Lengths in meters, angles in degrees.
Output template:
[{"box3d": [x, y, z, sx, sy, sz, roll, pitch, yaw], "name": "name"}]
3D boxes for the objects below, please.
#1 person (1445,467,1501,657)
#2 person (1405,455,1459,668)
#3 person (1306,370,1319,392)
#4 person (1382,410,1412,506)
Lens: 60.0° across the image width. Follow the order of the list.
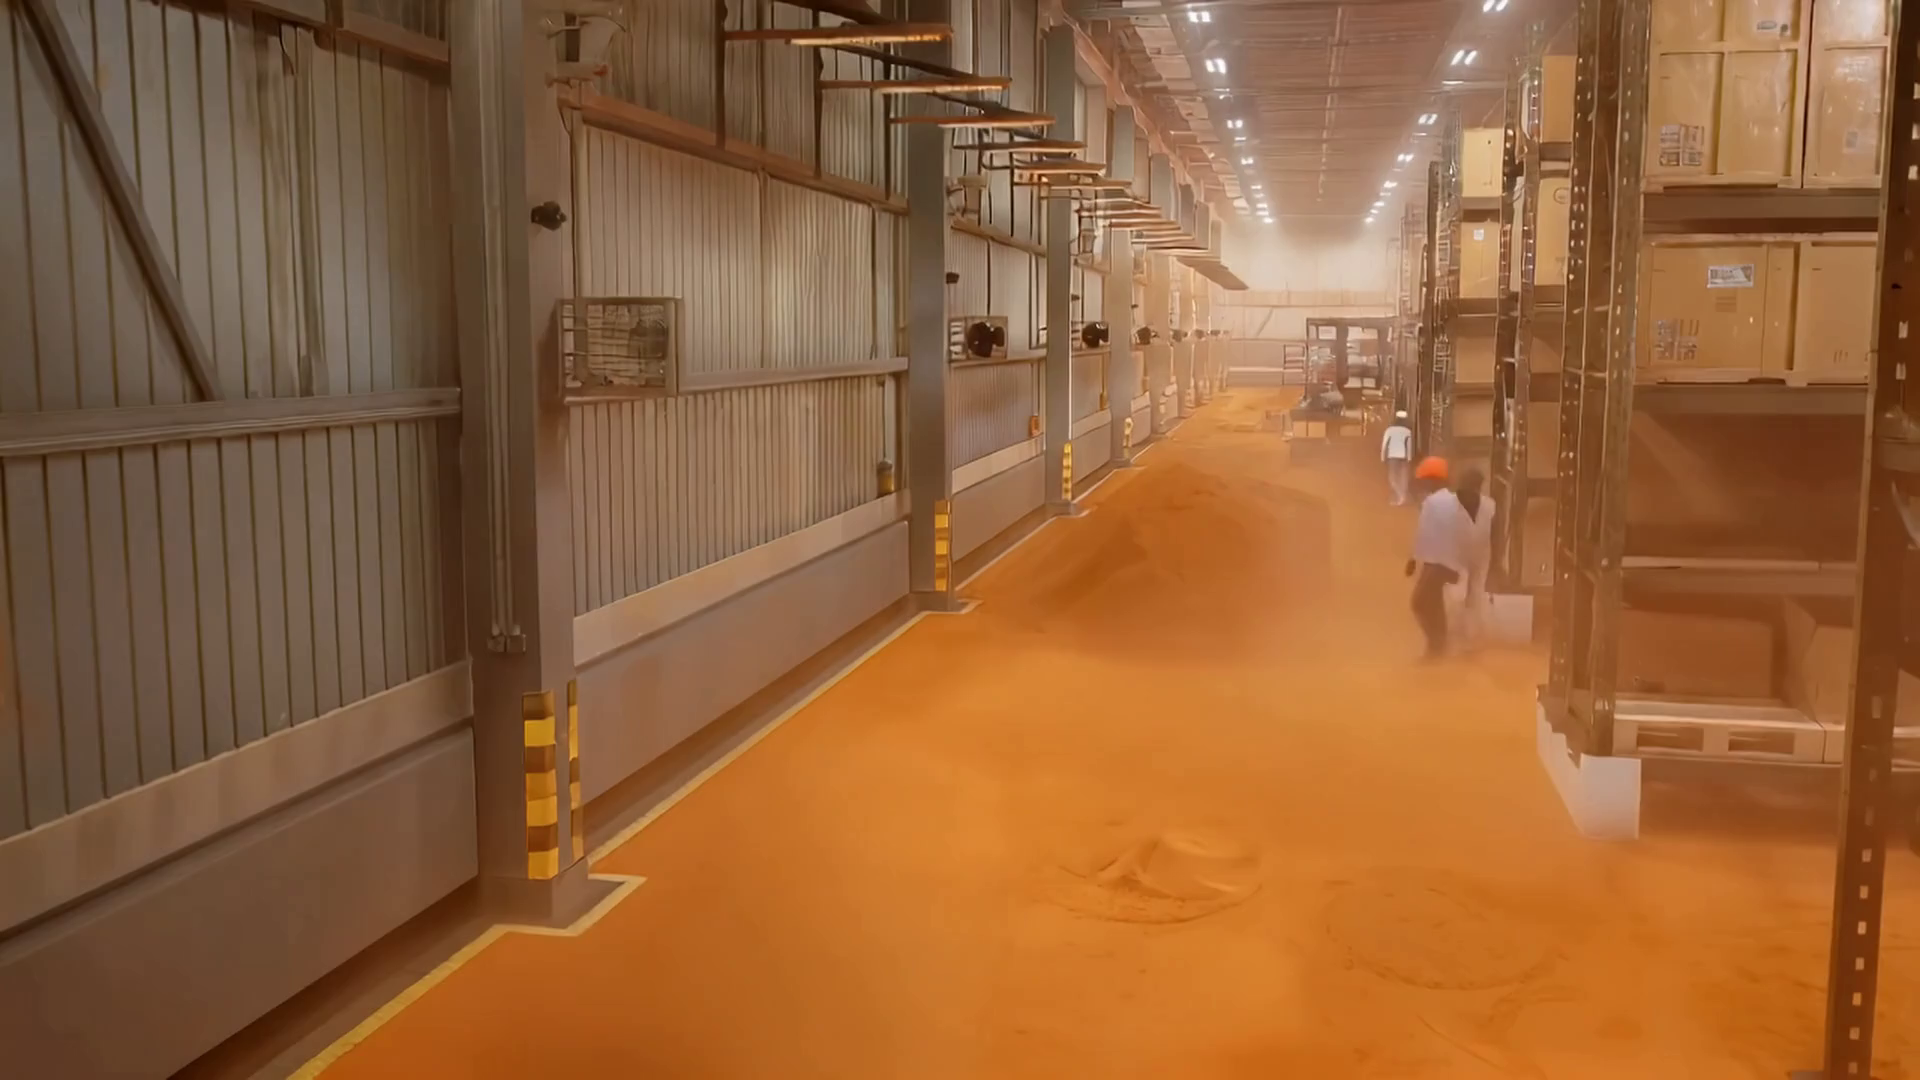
[{"box3d": [4.844, 0.209, 15.910, 0.622, 1.820, 0.448, -1, 7, -8], "name": "person"}, {"box3d": [4.341, 0.202, 15.387, 0.553, 1.969, 0.620, 0, 7, 3], "name": "person"}, {"box3d": [12.200, -4.988, 57.466, 0.565, 1.836, 0.402, -1, 7, -7], "name": "person"}, {"box3d": [7.772, -1.437, 29.473, 0.538, 1.736, 0.642, -1, 7, -10], "name": "person"}]
